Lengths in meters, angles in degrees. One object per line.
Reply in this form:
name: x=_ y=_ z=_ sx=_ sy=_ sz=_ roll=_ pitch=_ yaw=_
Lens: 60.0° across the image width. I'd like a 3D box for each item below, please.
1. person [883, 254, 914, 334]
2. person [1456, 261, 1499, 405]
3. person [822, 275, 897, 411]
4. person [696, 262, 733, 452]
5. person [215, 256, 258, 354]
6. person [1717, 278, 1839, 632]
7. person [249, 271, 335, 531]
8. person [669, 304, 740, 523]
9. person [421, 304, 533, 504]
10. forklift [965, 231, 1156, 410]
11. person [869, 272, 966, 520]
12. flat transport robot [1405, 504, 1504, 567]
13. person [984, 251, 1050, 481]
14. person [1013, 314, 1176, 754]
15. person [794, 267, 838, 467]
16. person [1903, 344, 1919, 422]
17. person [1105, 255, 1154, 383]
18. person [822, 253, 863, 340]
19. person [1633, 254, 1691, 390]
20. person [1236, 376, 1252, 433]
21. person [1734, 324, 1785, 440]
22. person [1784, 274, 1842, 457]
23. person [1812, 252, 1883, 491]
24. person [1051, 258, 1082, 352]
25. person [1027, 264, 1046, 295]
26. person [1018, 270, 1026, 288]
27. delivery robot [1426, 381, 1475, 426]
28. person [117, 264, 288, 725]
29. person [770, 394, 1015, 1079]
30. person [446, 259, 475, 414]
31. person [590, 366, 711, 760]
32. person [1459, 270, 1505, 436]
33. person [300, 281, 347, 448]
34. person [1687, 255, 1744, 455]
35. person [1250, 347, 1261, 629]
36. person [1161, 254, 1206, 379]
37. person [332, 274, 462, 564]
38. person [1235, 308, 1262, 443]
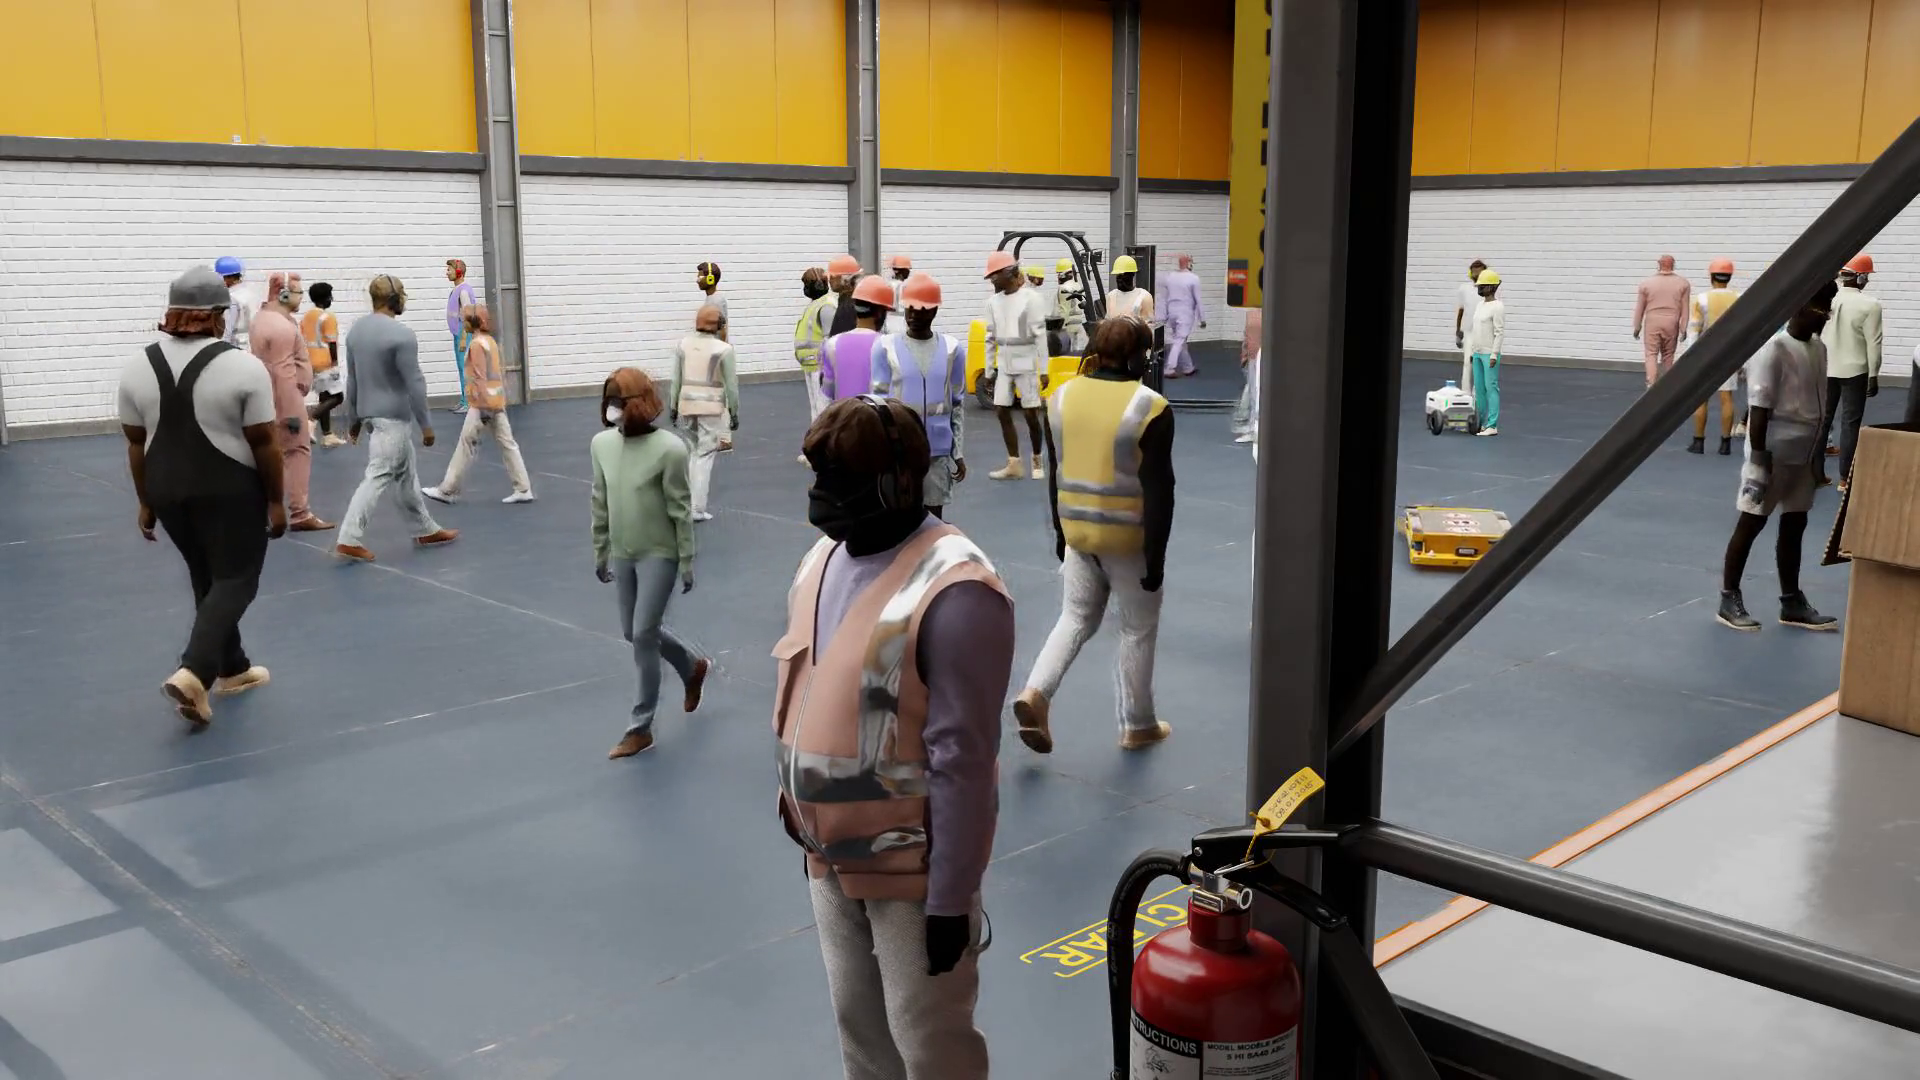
person: x=-0.841 y=-2.698 z=21.270 sx=0.975 sy=1.901 sz=0.554 roll=-6 pitch=12 yaw=-29
person: x=6.452 y=-2.558 z=20.717 sx=0.521 sy=1.814 sz=0.967 roll=2 pitch=11 yaw=13
person: x=-0.556 y=-0.583 z=9.702 sx=0.548 sy=1.908 sz=0.517 roll=6 pitch=12 yaw=29
person: x=-2.438 y=-1.799 z=16.423 sx=0.310 sy=1.869 sz=0.532 roll=-3 pitch=11 yaw=-17
person: x=-7.303 y=-1.895 z=16.796 sx=0.635 sy=1.917 sz=0.639 roll=-1 pitch=10 yaw=-5
person: x=4.481 y=-0.472 z=8.977 sx=0.633 sy=1.965 sz=0.432 roll=-7 pitch=13 yaw=-34
person: x=-4.912 y=-0.970 z=11.878 sx=0.647 sy=1.884 sz=0.672 roll=-7 pitch=13 yaw=-34
person: x=-1.900 y=-0.941 z=12.404 sx=0.532 sy=1.614 sz=0.458 roll=5 pitch=11 yaw=24
person: x=-3.816 y=-1.062 z=13.144 sx=0.872 sy=1.585 sz=0.543 roll=0 pitch=10 yaw=-1
forklift: x=1.222 y=-2.721 z=20.561 sx=2.313 sy=2.155 sz=1.214 roll=2 pitch=11 yaw=13
person: x=-0.221 y=-0.503 z=9.181 sx=0.545 sy=1.933 sz=0.376 roll=-3 pitch=11 yaw=-16
flat transport robot: x=3.351 y=-0.037 z=11.177 sx=0.652 sy=0.197 sz=1.431 roll=2 pitch=11 yaw=13
person: x=0.544 y=-1.493 z=14.435 sx=0.680 sy=2.008 sz=0.562 roll=9 pitch=13 yaw=39
person: x=0.571 y=0.001 z=6.751 sx=0.630 sy=1.825 sz=0.746 roll=9 pitch=14 yaw=40
person: x=-1.314 y=-1.595 z=15.400 sx=0.429 sy=1.840 sz=0.622 roll=-3 pitch=11 yaw=-17
person: x=5.639 y=-0.507 z=9.359 sx=0.601 sy=1.868 sz=0.990 roll=6 pitch=12 yaw=30
person: x=1.688 y=-1.923 z=16.942 sx=0.593 sy=1.925 sz=0.384 roll=10 pitch=14 yaw=42
person: x=-0.929 y=-1.361 z=13.727 sx=0.494 sy=1.997 sz=0.621 roll=-1 pitch=10 yaw=-3
person: x=9.277 y=-2.823 z=22.006 sx=0.676 sy=1.910 sz=0.654 roll=4 pitch=11 yaw=20
person: x=3.373 y=-1.998 z=17.907 sx=0.812 sy=1.705 sz=0.511 roll=1 pitch=10 yaw=4
person: x=8.489 y=-1.829 z=17.183 sx=0.900 sy=1.649 sz=0.536 roll=0 pitch=10 yaw=-3
person: x=8.300 y=-1.771 z=16.103 sx=0.373 sy=1.933 sz=0.653 roll=-9 pitch=14 yaw=-42
person: x=7.422 y=-1.408 z=13.946 sx=0.381 sy=1.994 sz=0.620 roll=-6 pitch=12 yaw=-29
person: x=1.394 y=-2.773 z=21.842 sx=0.403 sy=1.828 sz=0.597 roll=4 pitch=11 yaw=22
person: x=0.907 y=-2.958 z=23.119 sx=0.726 sy=1.735 sz=0.526 roll=4 pitch=11 yaw=19
person: x=0.851 y=-3.225 z=24.851 sx=0.383 sy=1.619 sz=0.525 roll=-6 pitch=12 yaw=-32
delivery robot: x=5.309 y=-1.479 z=18.007 sx=0.477 sy=0.478 sz=0.707 roll=0 pitch=10 yaw=-1
person: x=-3.365 y=-0.227 z=7.380 sx=0.678 sy=2.000 sz=0.905 roll=1 pitch=10 yaw=8
person: x=-0.152 y=0.626 z=3.317 sx=0.431 sy=1.836 sz=0.619 roll=-7 pitch=13 yaw=-35
person: x=-5.980 y=-2.446 z=20.012 sx=0.389 sy=1.847 sz=0.567 roll=-5 pitch=12 yaw=-25
person: x=-1.282 y=0.061 z=7.004 sx=0.509 sy=1.611 sz=0.703 roll=6 pitch=12 yaw=31
person: x=5.605 y=-1.994 z=17.768 sx=0.309 sy=1.769 sz=0.523 roll=-2 pitch=11 yaw=-13
person: x=-6.415 y=-1.743 z=16.608 sx=0.538 sy=1.677 sz=0.469 roll=8 pitch=13 yaw=39
person: x=7.379 y=-1.798 z=16.234 sx=0.550 sy=1.934 sz=0.377 roll=2 pitch=11 yaw=13
person: x=1.734 y=-0.411 z=8.804 sx=0.356 sy=1.887 sz=0.573 roll=-2 pitch=11 yaw=-10
person: x=3.359 y=-3.343 z=24.907 sx=1.013 sy=1.849 sz=0.665 roll=-10 pitch=14 yaw=-43
person: x=-3.785 y=-0.807 z=10.977 sx=0.648 sy=1.887 sz=1.038 roll=8 pitch=13 yaw=38
person: x=3.183 y=-1.889 z=17.255 sx=0.764 sy=1.740 sz=0.526 roll=-6 pitch=12 yaw=-29
